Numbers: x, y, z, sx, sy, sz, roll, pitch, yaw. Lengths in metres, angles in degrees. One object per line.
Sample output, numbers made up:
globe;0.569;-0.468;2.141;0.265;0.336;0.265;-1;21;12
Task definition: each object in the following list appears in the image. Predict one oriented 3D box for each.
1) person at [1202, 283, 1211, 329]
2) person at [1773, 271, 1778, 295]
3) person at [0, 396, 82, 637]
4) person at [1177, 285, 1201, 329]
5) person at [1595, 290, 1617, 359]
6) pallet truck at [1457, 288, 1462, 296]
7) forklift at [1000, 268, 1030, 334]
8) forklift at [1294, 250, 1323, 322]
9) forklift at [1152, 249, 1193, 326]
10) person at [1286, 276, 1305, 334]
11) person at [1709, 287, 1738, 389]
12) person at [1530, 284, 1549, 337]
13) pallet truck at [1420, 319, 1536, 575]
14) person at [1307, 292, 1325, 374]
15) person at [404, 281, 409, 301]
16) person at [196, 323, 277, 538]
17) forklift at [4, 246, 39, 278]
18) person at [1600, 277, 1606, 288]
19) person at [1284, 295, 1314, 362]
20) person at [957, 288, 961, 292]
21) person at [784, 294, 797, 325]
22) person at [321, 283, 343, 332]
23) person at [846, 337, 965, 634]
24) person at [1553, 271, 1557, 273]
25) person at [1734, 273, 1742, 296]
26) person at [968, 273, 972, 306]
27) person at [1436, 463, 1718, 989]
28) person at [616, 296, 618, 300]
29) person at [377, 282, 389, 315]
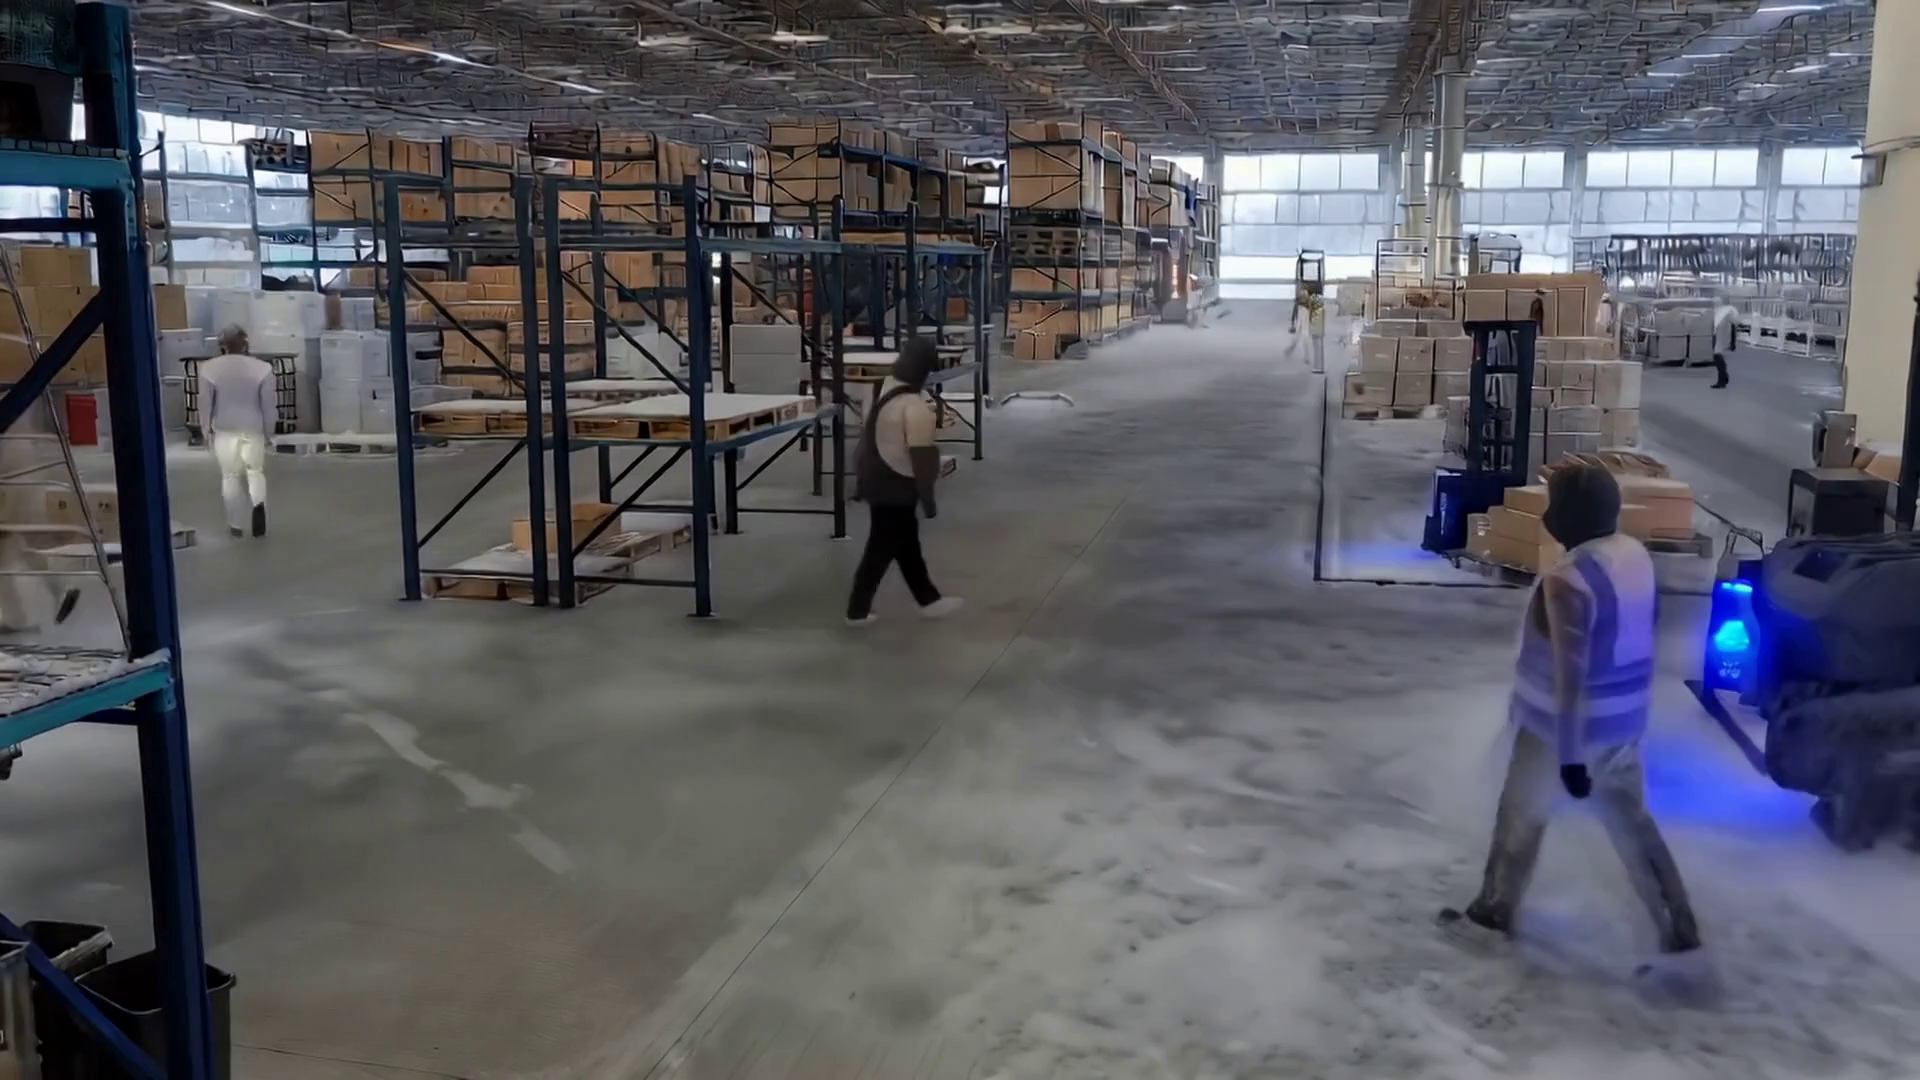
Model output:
person;8.796;-8.329;59.210;0.268;1.632;0.507;0;10;2
person;39.241;-12.012;80.003;0.513;1.973;0.636;-1;10;-6
person;-6.133;-0.278;10.753;0.519;1.893;0.629;-1;10;-6
person;8.133;-8.216;58.710;0.878;1.576;0.492;1;10;6
person;14.614;-4.777;37.762;0.946;1.787;0.591;8;12;39
pallet truck;20.506;-9.785;68.819;0.653;1.274;1.630;2;10;12
forklift;2.009;-8.245;55.032;1.129;2.768;1.873;2;10;12
forklift;13.778;-10.002;65.433;1.129;2.768;1.873;2;10;12
forklift;7.646;-9.320;61.395;1.873;2.768;1.129;2;10;11
person;11.123;-7.743;54.921;0.558;1.905;0.785;-9;13;-41
person;14.460;-3.821;31.575;0.431;1.947;0.643;-1;10;-5
person;13.161;-4.859;37.810;0.419;1.917;0.579;4;10;23
pallet truck;4.543;-0.757;13.299;0.823;1.965;1.885;-4;10;-22
person;7.743;-4.477;36.016;0.317;1.768;0.524;-1;10;-5
person;-13.413;-5.337;40.586;0.670;1.939;1.027;-9;13;-42
person;-6.356;-0.945;14.667;0.634;1.924;0.636;-5;11;-26
forklift;-25.085;-6.495;44.669;1.873;2.768;1.129;2;10;12
person;27.636;-10.449;71.502;0.895;1.721;0.565;2;10;13
person;8.206;-5.093;40.096;0.643;1.619;0.521;3;10;17
person;-0.199;-8.927;62.630;0.541;1.678;0.698;-3;10;-19
person;-3.930;-4.887;38.701;0.500;1.683;0.534;6;11;33
person;-14.572;-4.959;38.382;0.652;1.928;0.560;-6;11;-33
person;-0.402;-0.405;11.085;0.891;2.000;0.722;-3;10;-20
person;31.062;-13.118;86.978;0.404;1.835;0.587;-9;13;-43
person;38.047;-12.178;81.476;0.615;1.809;0.673;1;10;6
person;0.588;-12.048;80.654;0.643;1.829;0.598;3;10;16
person;2.166;0.630;5.700;0.618;1.805;0.961;-8;13;-40
person;-8.515;-5.255;41.023;0.524;1.631;0.323;1;10;5
person;-14.446;-5.585;42.159;0.587;1.911;0.397;-5;11;-26
